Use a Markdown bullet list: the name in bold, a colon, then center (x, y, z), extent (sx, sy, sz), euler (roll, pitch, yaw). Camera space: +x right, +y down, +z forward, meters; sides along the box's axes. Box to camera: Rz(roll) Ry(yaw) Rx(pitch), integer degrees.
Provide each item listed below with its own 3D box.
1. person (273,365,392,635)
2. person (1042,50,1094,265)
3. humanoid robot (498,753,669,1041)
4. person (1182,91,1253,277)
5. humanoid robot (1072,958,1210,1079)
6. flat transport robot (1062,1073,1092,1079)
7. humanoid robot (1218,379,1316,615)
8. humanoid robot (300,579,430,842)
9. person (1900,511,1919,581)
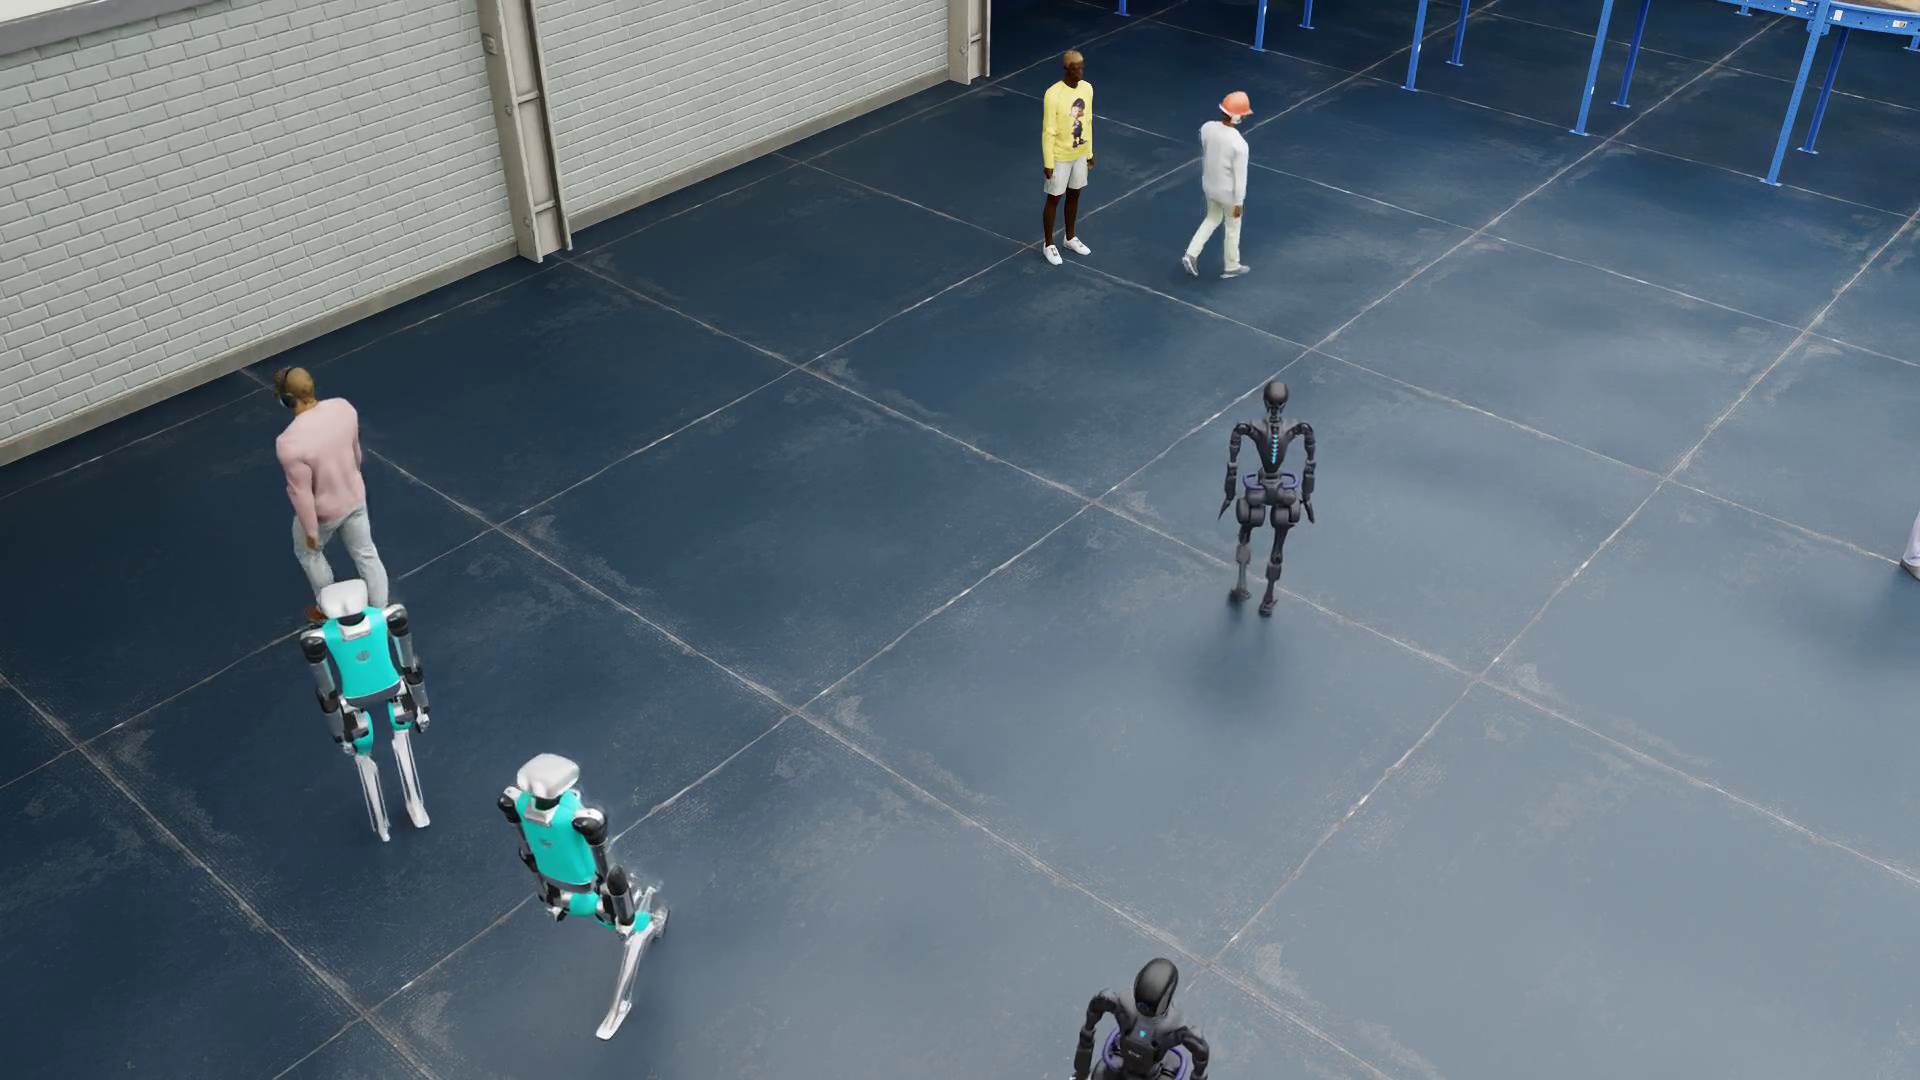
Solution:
- **person**: center (-3.960, -0.251, 10.319), extent (0.737, 1.919, 0.664), euler (17, 39, 22)
- **person**: center (0.953, -3.404, 14.764), extent (0.544, 1.899, 0.377), euler (-23, 42, -29)
- **humanoid robot**: center (-1.656, 1.559, 7.974), extent (0.563, 1.823, 0.890), euler (14, 38, 18)
- **person**: center (2.284, -3.055, 14.409), extent (0.626, 1.731, 0.580), euler (-22, 41, -28)
- **humanoid robot**: center (0.714, 2.315, 6.924), extent (0.590, 1.639, 0.605), euler (15, 38, 20)
- **flat transport robot**: center (0.415, 3.130, 6.992), extent (0.659, 0.231, 1.431), euler (-8, 36, -11)
- **humanoid robot**: center (1.961, -0.274, 10.558), extent (0.608, 1.644, 0.344), euler (1, 35, 1)
- **humanoid robot**: center (-3.147, 0.858, 8.905), extent (0.535, 1.783, 0.682), euler (-18, 39, -23)
- **person**: center (6.600, -0.578, 10.839), extent (0.563, 1.847, 0.391), euler (-21, 41, -27)
